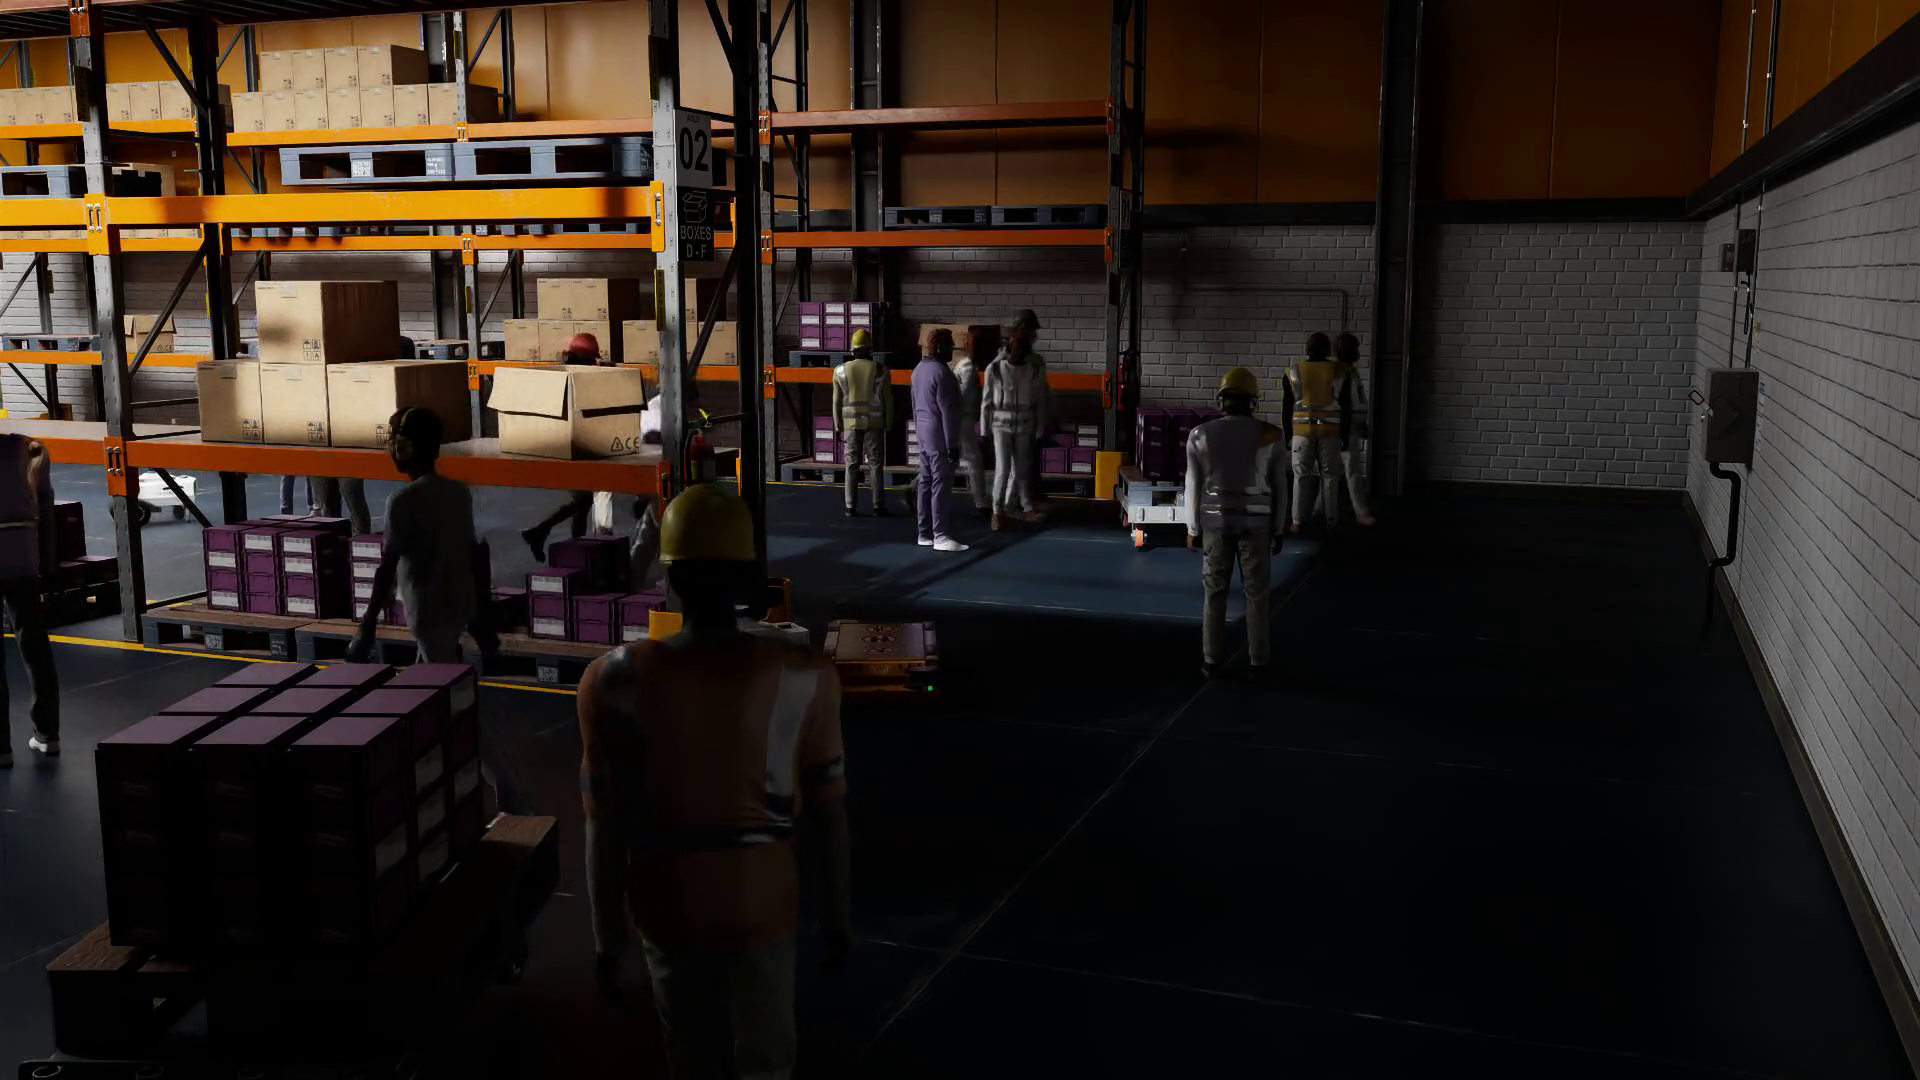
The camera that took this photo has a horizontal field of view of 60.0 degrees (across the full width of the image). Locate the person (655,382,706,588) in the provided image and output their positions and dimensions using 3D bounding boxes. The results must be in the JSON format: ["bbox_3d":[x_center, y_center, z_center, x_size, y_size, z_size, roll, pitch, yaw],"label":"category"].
[{"bbox_3d":[-2.068,-0.431,12.168,0.718,1.706,0.503,2,9,10],"label":"person"}]

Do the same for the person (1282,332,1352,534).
[{"bbox_3d":[3.241,-0.964,15.138,0.627,1.844,0.429,2,9,11],"label":"person"}]

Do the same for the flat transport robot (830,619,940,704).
[{"bbox_3d":[-0.460,0.687,9.685,0.652,0.197,1.431,0,9,-2],"label":"flat transport robot"}]

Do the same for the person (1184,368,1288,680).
[{"bbox_3d":[1.608,-0.088,9.699,0.589,1.821,0.404,2,9,14],"label":"person"}]

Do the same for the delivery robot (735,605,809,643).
[{"bbox_3d":[-1.195,0.599,9.052,0.707,0.478,0.477,-5,10,-28],"label":"delivery robot"}]

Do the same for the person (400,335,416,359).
[{"bbox_3d":[-6.720,-1.763,19.662,0.612,1.997,0.375,-4,10,-22],"label":"person"}]

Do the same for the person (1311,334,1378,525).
[{"bbox_3d":[3.662,-1.048,15.782,0.651,1.807,0.689,3,10,19],"label":"person"}]

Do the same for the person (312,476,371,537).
[{"bbox_3d":[-4.902,-0.688,13.097,0.630,1.940,0.372,2,9,14],"label":"person"}]

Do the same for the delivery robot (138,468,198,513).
[{"bbox_3d":[-7.624,-0.470,15.765,0.707,0.478,0.477,-7,11,-36],"label":"delivery robot"}]

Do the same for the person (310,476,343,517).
[{"bbox_3d":[-5.837,-1.004,15.083,0.375,1.939,0.628,-9,12,-43],"label":"person"}]

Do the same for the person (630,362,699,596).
[{"bbox_3d":[-2.017,-0.340,11.431,0.940,1.793,0.635,1,9,9],"label":"person"}]

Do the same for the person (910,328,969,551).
[{"bbox_3d":[-0.166,-0.857,14.260,0.409,1.907,0.651,-5,10,-27],"label":"person"}]

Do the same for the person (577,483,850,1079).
[{"bbox_3d":[-0.545,0.824,3.730,0.597,1.900,0.825,-1,9,-6],"label":"person"}]

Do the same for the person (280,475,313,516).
[{"bbox_3d":[-6.116,-0.974,15.438,0.533,1.765,0.322,-8,12,-41],"label":"person"}]

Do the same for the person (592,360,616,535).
[{"bbox_3d":[-3.003,-0.700,14.103,0.310,1.642,0.514,-3,9,-17],"label":"person"}]

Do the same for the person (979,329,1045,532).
[{"bbox_3d":[0.489,-0.986,15.181,0.596,1.864,0.479,-2,9,-15],"label":"person"}]

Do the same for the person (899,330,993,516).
[{"bbox_3d":[-0.086,-1.130,16.226,0.983,1.841,0.613,-2,9,-10],"label":"person"}]

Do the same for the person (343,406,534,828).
[{"bbox_3d":[-2.191,0.355,6.960,0.973,1.819,0.520,2,9,12],"label":"person"}]

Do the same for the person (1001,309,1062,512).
[{"bbox_3d":[0.744,-1.288,16.544,0.804,2.000,0.704,2,9,13],"label":"person"}]

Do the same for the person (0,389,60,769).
[{"bbox_3d":[-4.640,0.133,7.976,0.387,1.927,0.589,6,11,33],"label":"person"}]

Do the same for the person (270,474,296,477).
[{"bbox_3d":[-7.638,-1.641,19.231,1.013,1.880,0.625,2,9,12],"label":"person"}]

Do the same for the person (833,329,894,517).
[{"bbox_3d":[-0.937,-1.135,16.222,0.600,1.836,0.404,0,9,2],"label":"person"}]

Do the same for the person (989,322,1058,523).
[{"bbox_3d":[0.683,-1.121,15.906,0.658,1.908,0.773,-8,12,-42],"label":"person"}]

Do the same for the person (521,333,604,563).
[{"bbox_3d":[-3.090,-0.665,13.033,0.652,1.910,0.575,-2,9,-10],"label":"person"}]
